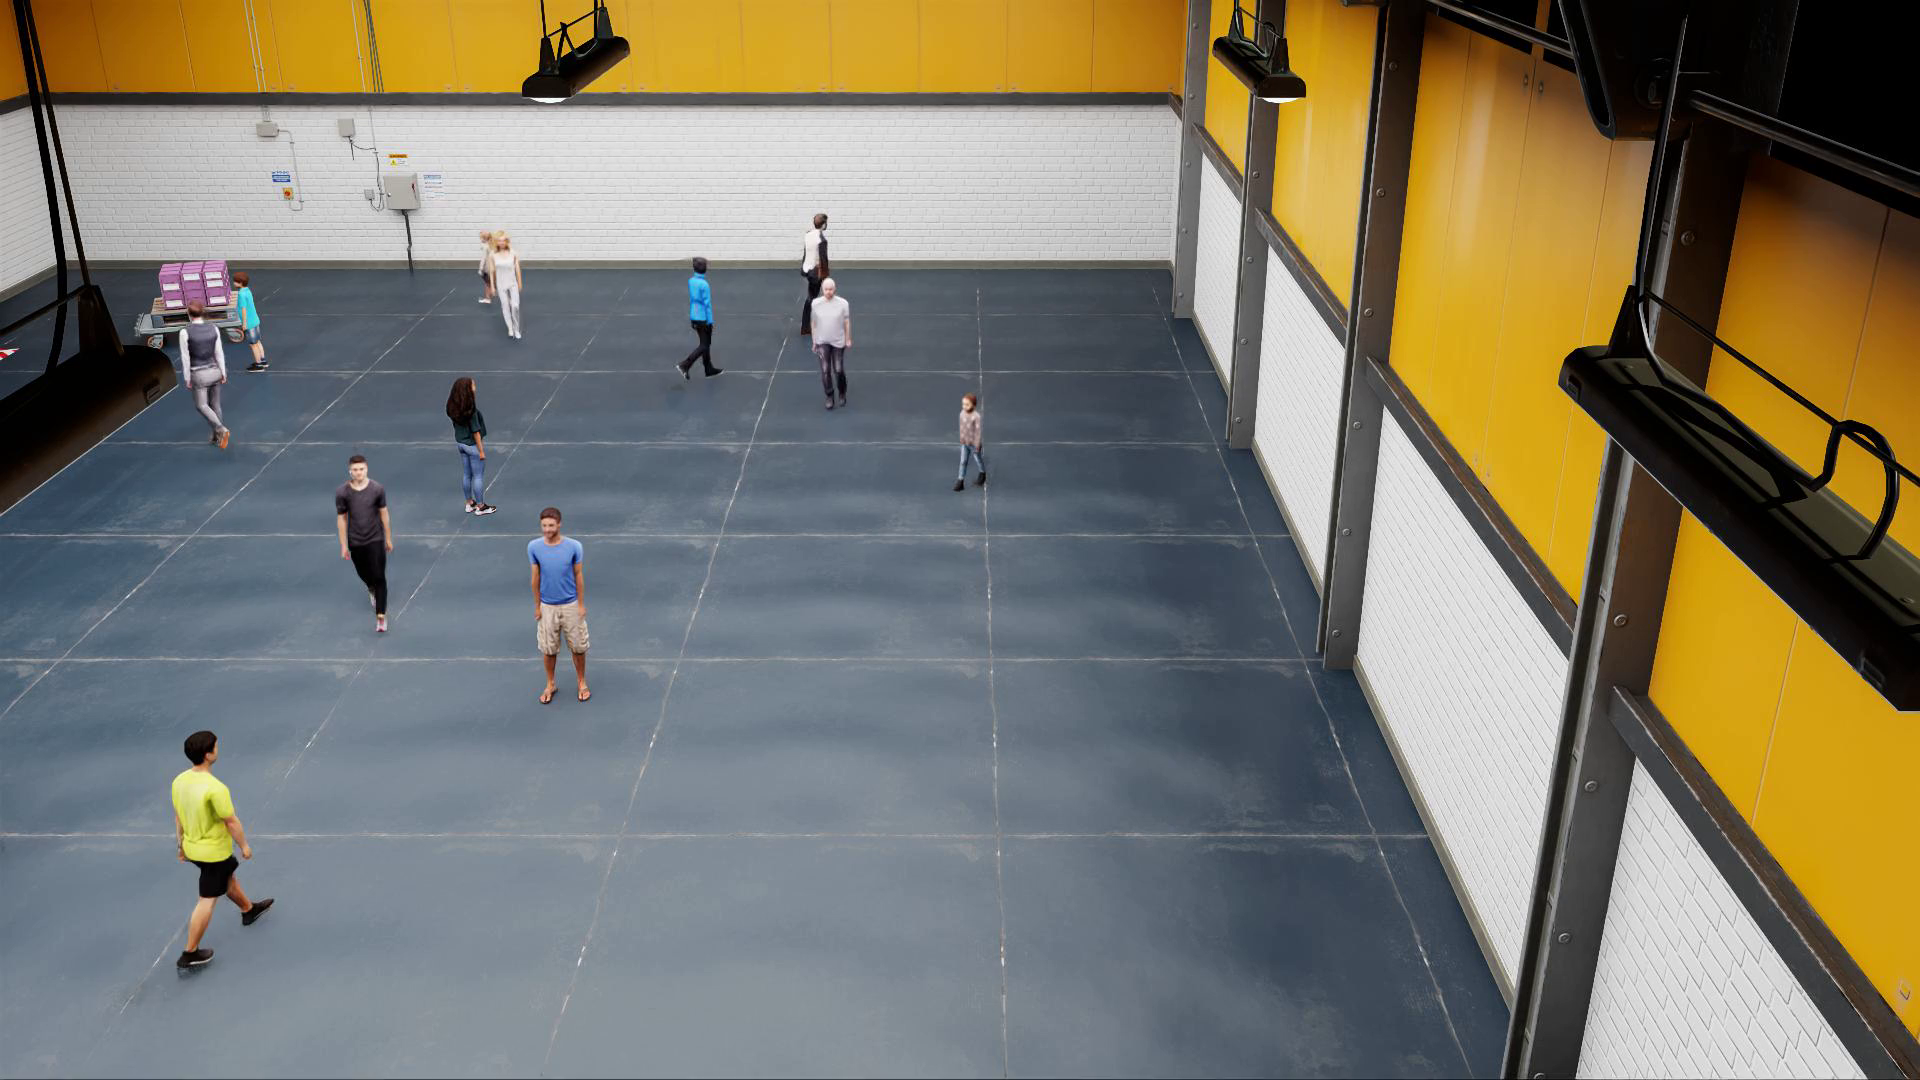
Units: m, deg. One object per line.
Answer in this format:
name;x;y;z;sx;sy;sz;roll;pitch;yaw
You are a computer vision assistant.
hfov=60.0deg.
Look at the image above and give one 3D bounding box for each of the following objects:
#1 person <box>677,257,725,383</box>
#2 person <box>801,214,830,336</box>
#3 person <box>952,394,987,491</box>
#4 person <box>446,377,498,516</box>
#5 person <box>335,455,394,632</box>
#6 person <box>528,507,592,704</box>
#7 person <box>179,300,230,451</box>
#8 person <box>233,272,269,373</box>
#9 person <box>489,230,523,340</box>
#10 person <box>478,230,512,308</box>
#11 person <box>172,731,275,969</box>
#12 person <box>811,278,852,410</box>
person;-3.716;-3.081;23.433;1.068;1.779;1.052;-19;30;-36
person;-2.320;-4.078;25.612;0.925;1.861;0.883;-14;27;-29
person;0.171;-1.183;19.851;0.782;1.171;0.897;16;28;32
person;-5.616;-1.087;19.075;0.715;1.616;0.764;18;29;35
person;-5.881;-0.015;16.477;0.830;1.733;1.202;-6;24;-13
person;-3.611;0.559;15.003;0.675;1.862;0.594;-2;24;-5
person;-9.456;-2.044;20.889;1.050;1.916;1.114;-21;31;-39
person;-10.254;-3.167;24.043;0.605;1.447;0.470;-4;24;-9
person;-6.970;-3.950;25.575;0.707;1.655;0.783;-6;24;-12
person;-7.622;-4.431;27.173;0.578;1.257;0.776;1;24;3
person;-5.277;2.177;11.550;0.965;1.663;1.198;12;26;25
person;-1.739;-2.687;22.497;0.696;1.807;0.683;3;24;7
